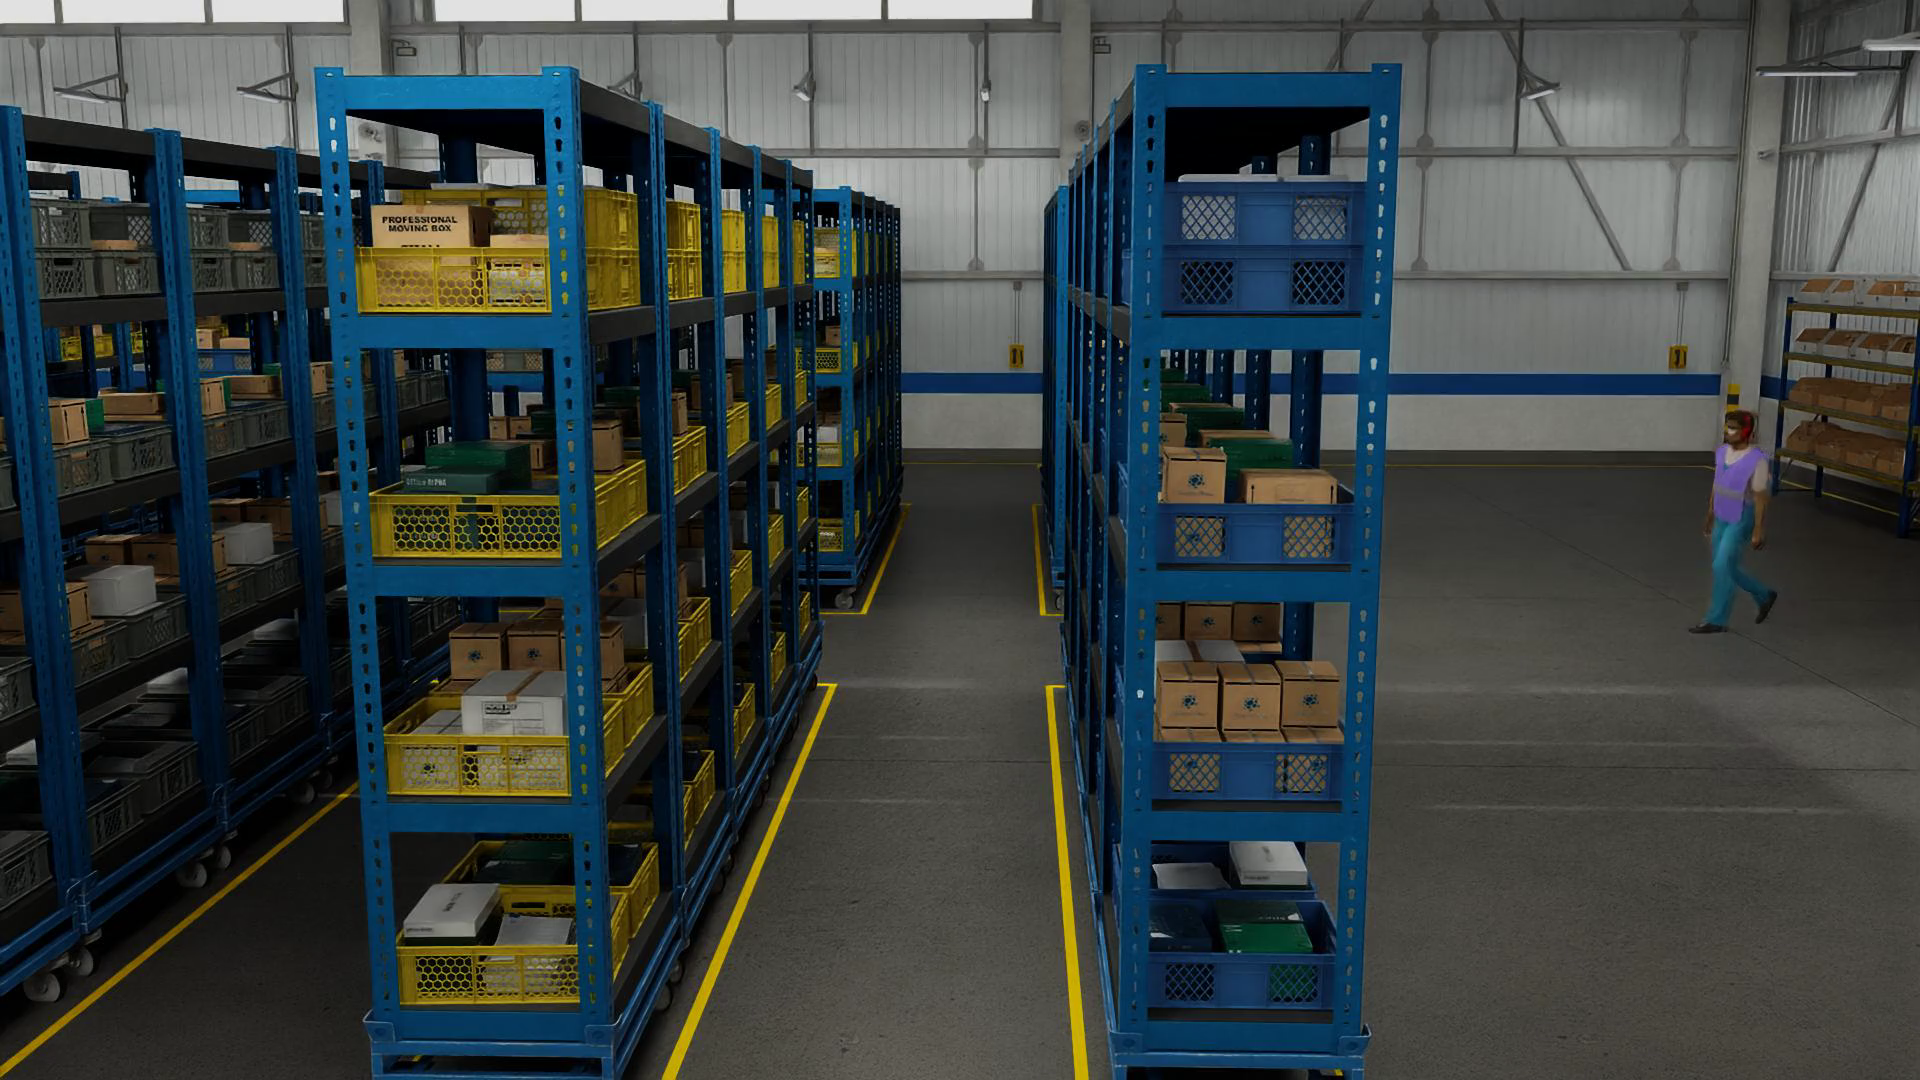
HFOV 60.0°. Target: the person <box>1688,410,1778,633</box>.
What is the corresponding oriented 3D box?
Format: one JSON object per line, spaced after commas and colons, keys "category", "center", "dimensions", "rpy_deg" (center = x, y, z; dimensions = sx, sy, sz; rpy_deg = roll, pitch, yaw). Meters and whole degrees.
{"category": "person", "center": [6.284, -0.148, 13.371], "dimensions": [0.715, 1.824, 0.581], "rpy_deg": [-1, 10, -6]}
